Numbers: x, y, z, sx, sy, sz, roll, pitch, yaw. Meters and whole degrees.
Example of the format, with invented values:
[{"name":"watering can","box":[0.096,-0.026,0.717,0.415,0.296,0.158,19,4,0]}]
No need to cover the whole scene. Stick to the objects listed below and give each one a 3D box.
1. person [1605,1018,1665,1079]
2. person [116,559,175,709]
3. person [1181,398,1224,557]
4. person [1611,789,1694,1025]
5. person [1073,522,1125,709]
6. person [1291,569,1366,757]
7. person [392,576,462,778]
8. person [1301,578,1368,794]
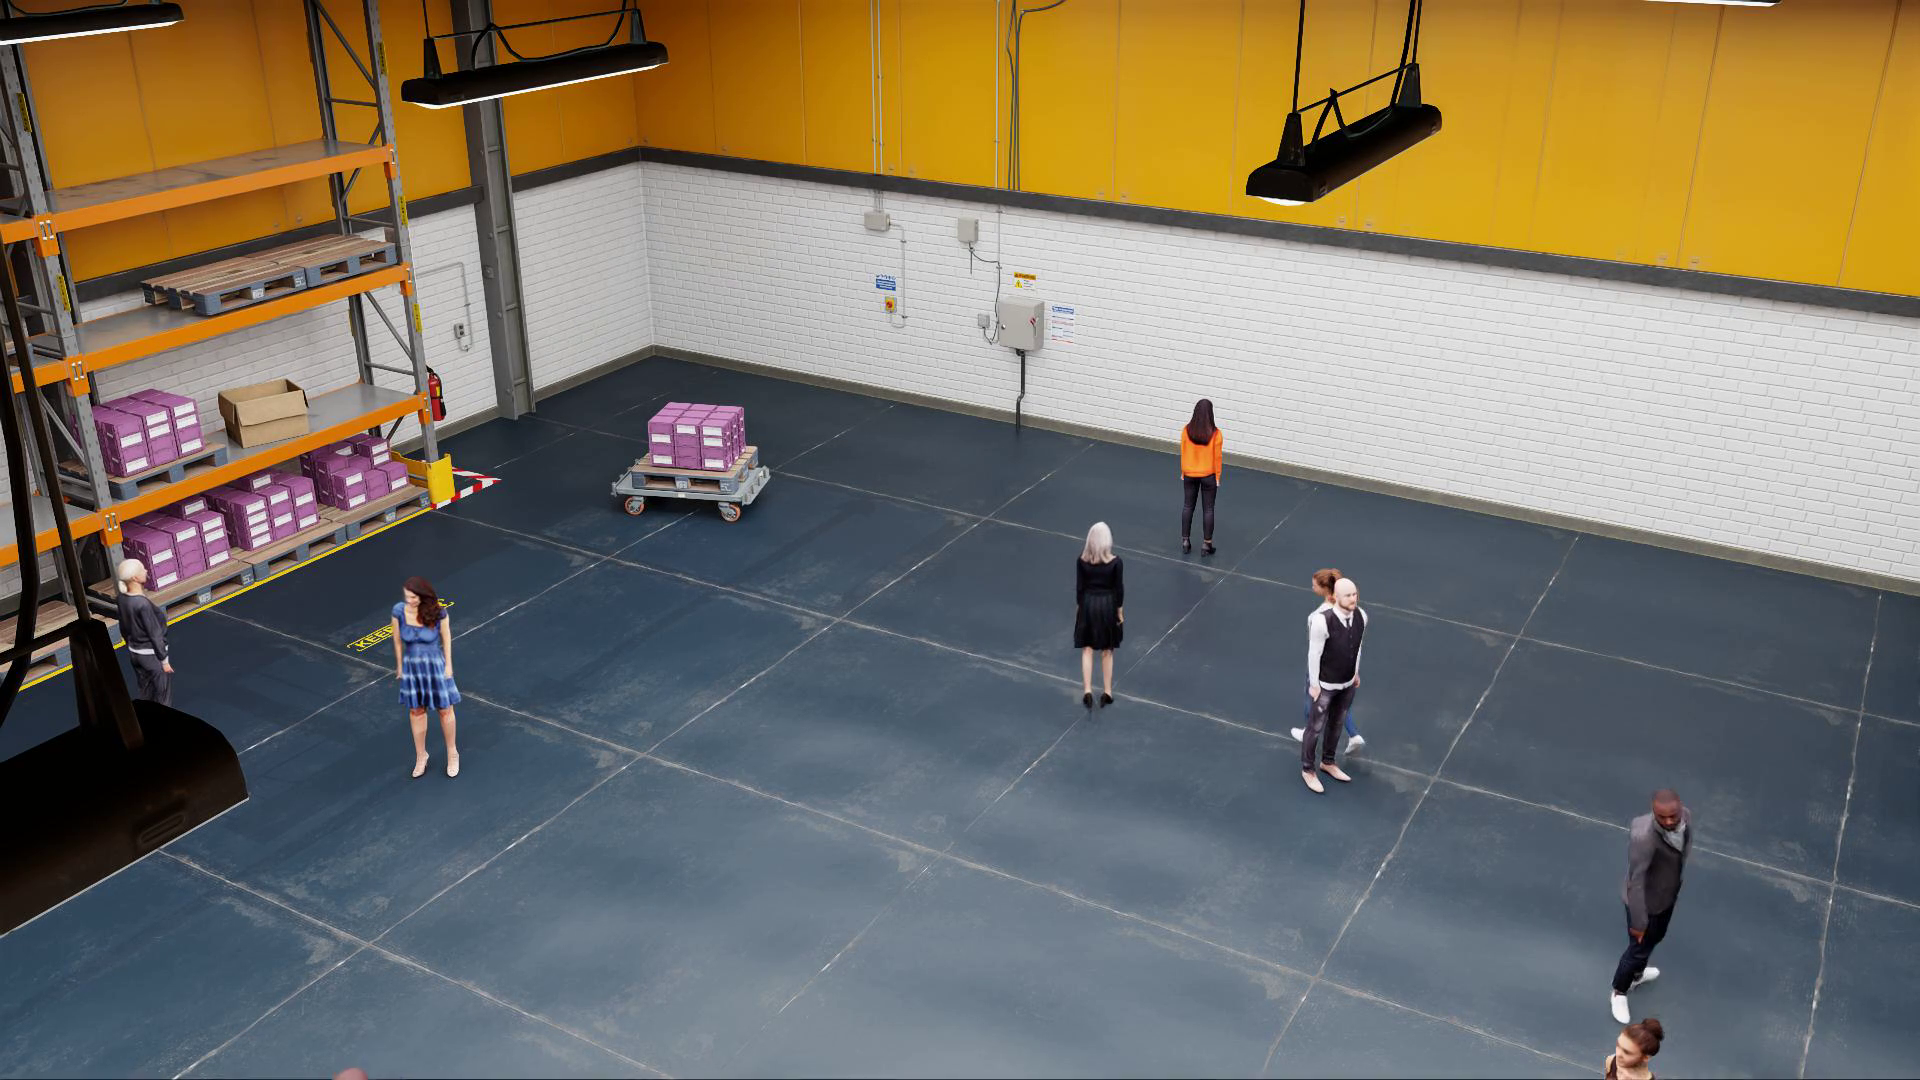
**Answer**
[{"name":"person","box":[3.609,3.255,8.882,1.137,1.633,1.028,-8,25,-19]},{"name":"person","box":[-6.857,0.949,14.041,0.611,1.726,0.504,14,27,28]},{"name":"person","box":[2.564,-0.677,17.734,0.607,1.748,0.532,12,26,26]},{"name":"person","box":[4.499,2.308,10.863,1.017,1.782,0.748,20,31,38]},{"name":"person","box":[1.222,0.659,14.678,0.677,1.747,0.678,4,24,9]},{"name":"person","box":[3.124,1.039,13.857,0.992,1.709,0.911,-15,28,-31]},{"name":"person","box":[-4.358,1.110,13.573,0.758,1.807,0.755,0,24,1]},{"name":"person","box":[3.025,1.144,13.475,0.732,1.822,0.846,-12,27,-26]}]
